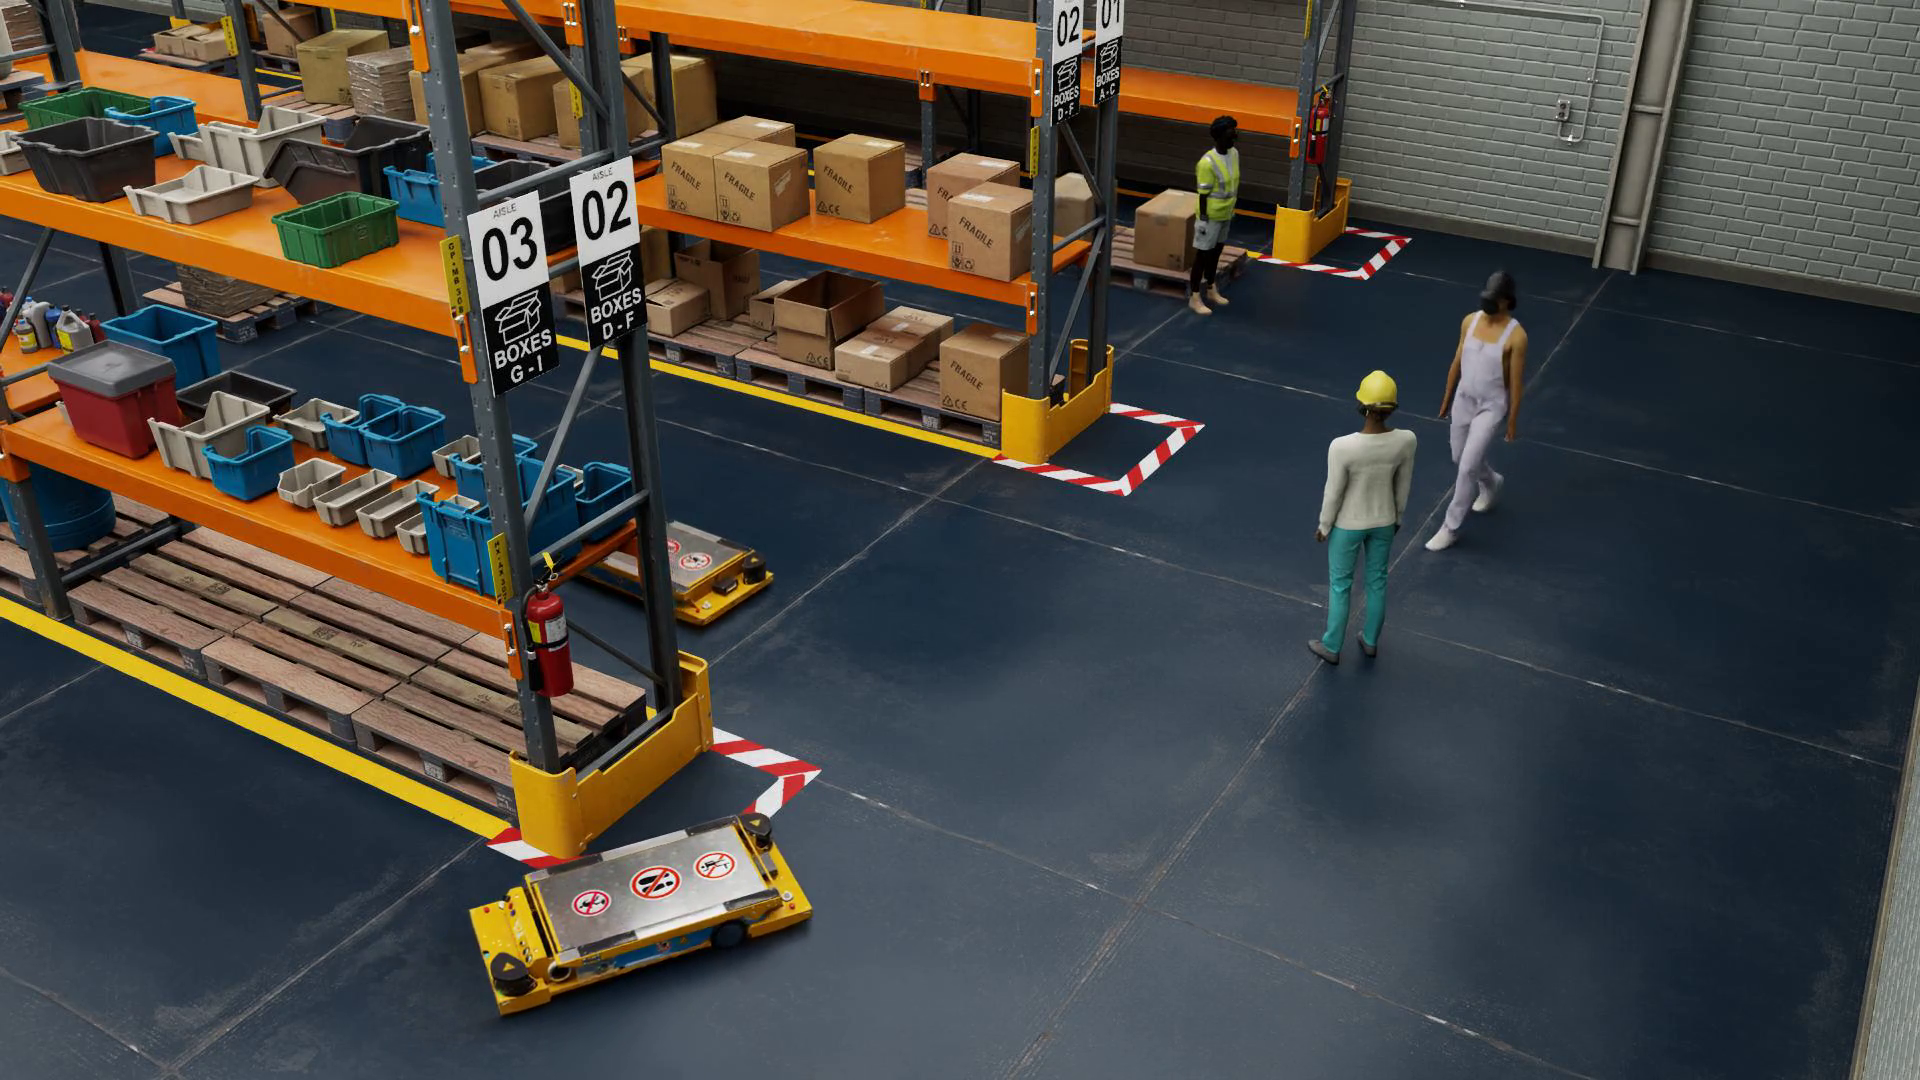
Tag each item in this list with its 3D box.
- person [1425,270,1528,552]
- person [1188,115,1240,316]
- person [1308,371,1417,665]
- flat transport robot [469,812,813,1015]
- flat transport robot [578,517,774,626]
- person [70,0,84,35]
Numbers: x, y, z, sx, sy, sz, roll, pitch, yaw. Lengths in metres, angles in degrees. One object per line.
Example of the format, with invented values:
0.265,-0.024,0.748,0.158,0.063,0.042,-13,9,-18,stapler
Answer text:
3.335,-0.866,10.580,0.821,1.836,0.514,-21,35,-33,person
2.175,-2.761,14.119,0.318,1.695,0.538,22,36,33,person
2.243,-0.113,9.298,0.531,1.768,0.309,-8,30,-13,person
-1.461,1.682,7.616,1.431,0.231,0.659,-13,32,-22,flat transport robot
-1.925,0.127,10.406,1.431,0.231,0.659,18,34,30,flat transport robot
-11.849,-7.104,21.783,0.647,1.822,0.476,-14,32,-23,person
